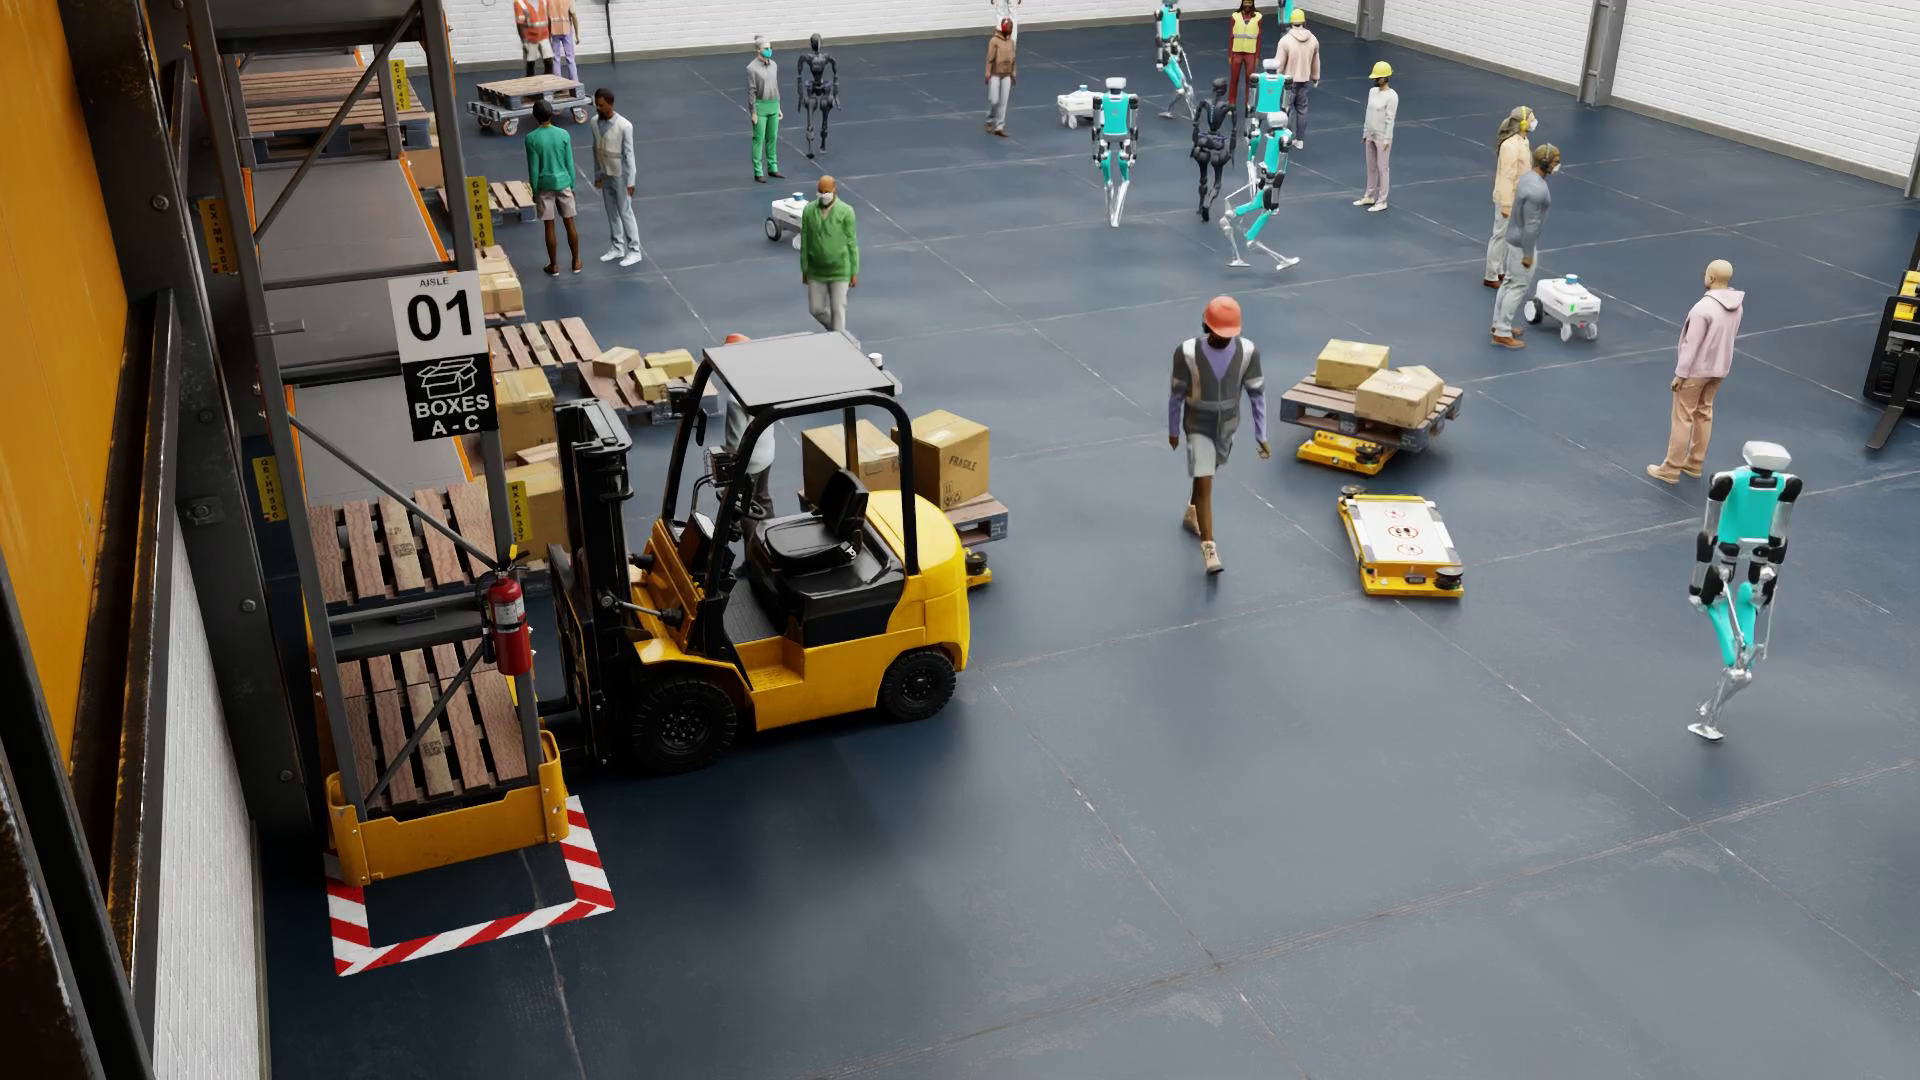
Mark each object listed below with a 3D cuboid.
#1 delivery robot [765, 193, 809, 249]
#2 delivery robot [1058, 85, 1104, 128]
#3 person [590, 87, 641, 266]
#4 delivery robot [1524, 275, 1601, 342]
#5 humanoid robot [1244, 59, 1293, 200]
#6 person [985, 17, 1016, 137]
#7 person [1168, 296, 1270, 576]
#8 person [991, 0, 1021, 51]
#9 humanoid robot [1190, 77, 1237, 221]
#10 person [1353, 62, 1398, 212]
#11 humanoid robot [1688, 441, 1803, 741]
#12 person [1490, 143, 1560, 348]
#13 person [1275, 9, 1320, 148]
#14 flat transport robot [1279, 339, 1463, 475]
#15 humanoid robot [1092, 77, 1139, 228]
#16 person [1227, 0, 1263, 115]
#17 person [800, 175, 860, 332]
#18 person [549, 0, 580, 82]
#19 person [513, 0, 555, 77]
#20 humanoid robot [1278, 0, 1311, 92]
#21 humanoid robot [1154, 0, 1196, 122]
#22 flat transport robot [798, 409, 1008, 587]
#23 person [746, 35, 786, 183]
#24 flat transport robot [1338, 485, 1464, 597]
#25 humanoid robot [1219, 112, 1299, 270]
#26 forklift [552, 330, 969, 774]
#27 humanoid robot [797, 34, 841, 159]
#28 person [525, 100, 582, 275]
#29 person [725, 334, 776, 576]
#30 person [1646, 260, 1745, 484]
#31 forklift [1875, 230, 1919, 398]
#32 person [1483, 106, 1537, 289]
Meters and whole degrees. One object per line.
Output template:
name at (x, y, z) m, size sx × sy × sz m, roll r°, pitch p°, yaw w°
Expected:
delivery robot at (-1.850, -3.655, 18.928) m, size 0.522 × 0.584 × 0.751 m, roll -20°, pitch 33°, yaw -34°
delivery robot at (1.825, -6.309, 24.232) m, size 0.779 × 0.608 × 0.520 m, roll -9°, pitch 28°, yaw -18°
person at (-3.717, -3.940, 18.003) m, size 0.597 × 1.910 × 0.386 m, roll 20°, pitch 33°, yaw 34°
delivery robot at (5.914, -2.290, 16.246) m, size 0.499 × 0.614 × 0.808 m, roll -5°, pitch 27°, yaw -10°
humanoid robot at (3.732, -5.024, 20.424) m, size 0.544 × 1.844 × 0.841 m, roll 2°, pitch 27°, yaw 5°
person at (0.553, -6.519, 23.434) m, size 0.510 × 1.624 × 0.419 m, roll -17°, pitch 31°, yaw -31°
person at (1.793, -0.770, 11.621) m, size 0.638 × 1.970 × 1.066 m, roll -4°, pitch 27°, yaw -9°
person at (0.810, -9.556, 29.200) m, size 0.574 × 1.882 × 0.356 m, roll -3°, pitch 27°, yaw -6°
humanoid robot at (2.950, -4.611, 19.619) m, size 0.584 × 1.639 × 0.639 m, roll 14°, pitch 30°, yaw 25°
person at (5.000, -4.840, 19.957) m, size 0.330 × 1.761 × 0.522 m, roll -11°, pitch 29°, yaw -21°
humanoid robot at (4.594, 0.376, 9.613) m, size 0.581 × 1.771 × 0.819 m, roll -3°, pitch 27°, yaw -6°
person at (5.338, -2.786, 15.700) m, size 0.389 × 1.927 × 0.641 m, roll 6°, pitch 27°, yaw 11°
person at (4.558, -6.264, 22.673) m, size 0.809 × 1.864 × 0.422 m, roll -9°, pitch 28°, yaw -18°
flat transport robot at (3.396, -0.927, 13.831) m, size 0.659 × 0.231 × 1.431 m, roll 17°, pitch 31°, yaw 30°
humanoid robot at (1.794, -4.473, 19.381) m, size 0.543 × 1.901 × 0.762 m, roll 2°, pitch 27°, yaw 4°
person at (4.212, -7.203, 24.647) m, size 0.470 × 1.765 × 0.364 m, roll 5°, pitch 27°, yaw 10°
person at (-1.185, -2.501, 15.291) m, size 0.556 × 1.766 × 0.517 m, roll 5°, pitch 27°, yaw 9°
person at (-6.211, -7.844, 25.834) m, size 0.566 × 1.844 × 0.375 m, roll -4°, pitch 27°, yaw -8°
person at (-6.422, -7.597, 25.223) m, size 0.635 × 1.933 × 0.733 m, roll -17°, pitch 31°, yaw -30°
humanoid robot at (5.172, -7.716, 25.692) m, size 1.010 × 1.732 × 0.561 m, roll 12°, pitch 29°, yaw 23°
humanoid robot at (3.242, -6.957, 24.269) m, size 0.896 × 1.847 × 0.560 m, roll 23°, pitch 34°, yaw 37°
flat transport robot at (-0.399, 0.004, 11.979) m, size 0.659 × 0.231 × 1.431 m, roll -13°, pitch 29°, yaw -24°
person at (-2.480, -5.495, 21.178) m, size 0.341 × 1.831 × 0.507 m, roll 21°, pitch 34°, yaw 36°
flat transport robot at (3.158, 0.002, 11.984) m, size 0.659 × 0.231 × 1.431 m, roll 2°, pitch 27°, yaw 3°
humanoid robot at (3.138, -3.633, 17.562) m, size 0.985 × 1.737 × 0.546 m, roll -3°, pitch 27°, yaw -5°
forklift at (-1.094, 0.010, 9.831) m, size 2.313 × 2.155 × 1.214 m, roll -10°, pitch 28°, yaw -20°
humanoid robot at (-1.891, -5.934, 22.260) m, size 0.590 × 1.630 × 0.770 m, roll -1°, pitch 27°, yaw -2°
person at (-4.310, -3.726, 17.643) m, size 0.492 × 1.849 × 0.395 m, roll -12°, pitch 29°, yaw -22°
person at (-1.469, -0.590, 11.523) m, size 0.345 × 1.740 × 0.572 m, roll 9°, pitch 28°, yaw 16°
person at (5.754, -1.291, 12.881) m, size 0.537 × 1.775 × 0.410 m, roll -15°, pitch 30°, yaw -27°
forklift at (9.029, -2.397, 14.618) m, size 1.214 × 2.155 × 2.313 m, roll 18°, pitch 32°, yaw 32°
person at (5.694, -3.561, 17.283) m, size 0.404 × 1.876 × 0.564 m, roll 14°, pitch 30°, yaw 26°
